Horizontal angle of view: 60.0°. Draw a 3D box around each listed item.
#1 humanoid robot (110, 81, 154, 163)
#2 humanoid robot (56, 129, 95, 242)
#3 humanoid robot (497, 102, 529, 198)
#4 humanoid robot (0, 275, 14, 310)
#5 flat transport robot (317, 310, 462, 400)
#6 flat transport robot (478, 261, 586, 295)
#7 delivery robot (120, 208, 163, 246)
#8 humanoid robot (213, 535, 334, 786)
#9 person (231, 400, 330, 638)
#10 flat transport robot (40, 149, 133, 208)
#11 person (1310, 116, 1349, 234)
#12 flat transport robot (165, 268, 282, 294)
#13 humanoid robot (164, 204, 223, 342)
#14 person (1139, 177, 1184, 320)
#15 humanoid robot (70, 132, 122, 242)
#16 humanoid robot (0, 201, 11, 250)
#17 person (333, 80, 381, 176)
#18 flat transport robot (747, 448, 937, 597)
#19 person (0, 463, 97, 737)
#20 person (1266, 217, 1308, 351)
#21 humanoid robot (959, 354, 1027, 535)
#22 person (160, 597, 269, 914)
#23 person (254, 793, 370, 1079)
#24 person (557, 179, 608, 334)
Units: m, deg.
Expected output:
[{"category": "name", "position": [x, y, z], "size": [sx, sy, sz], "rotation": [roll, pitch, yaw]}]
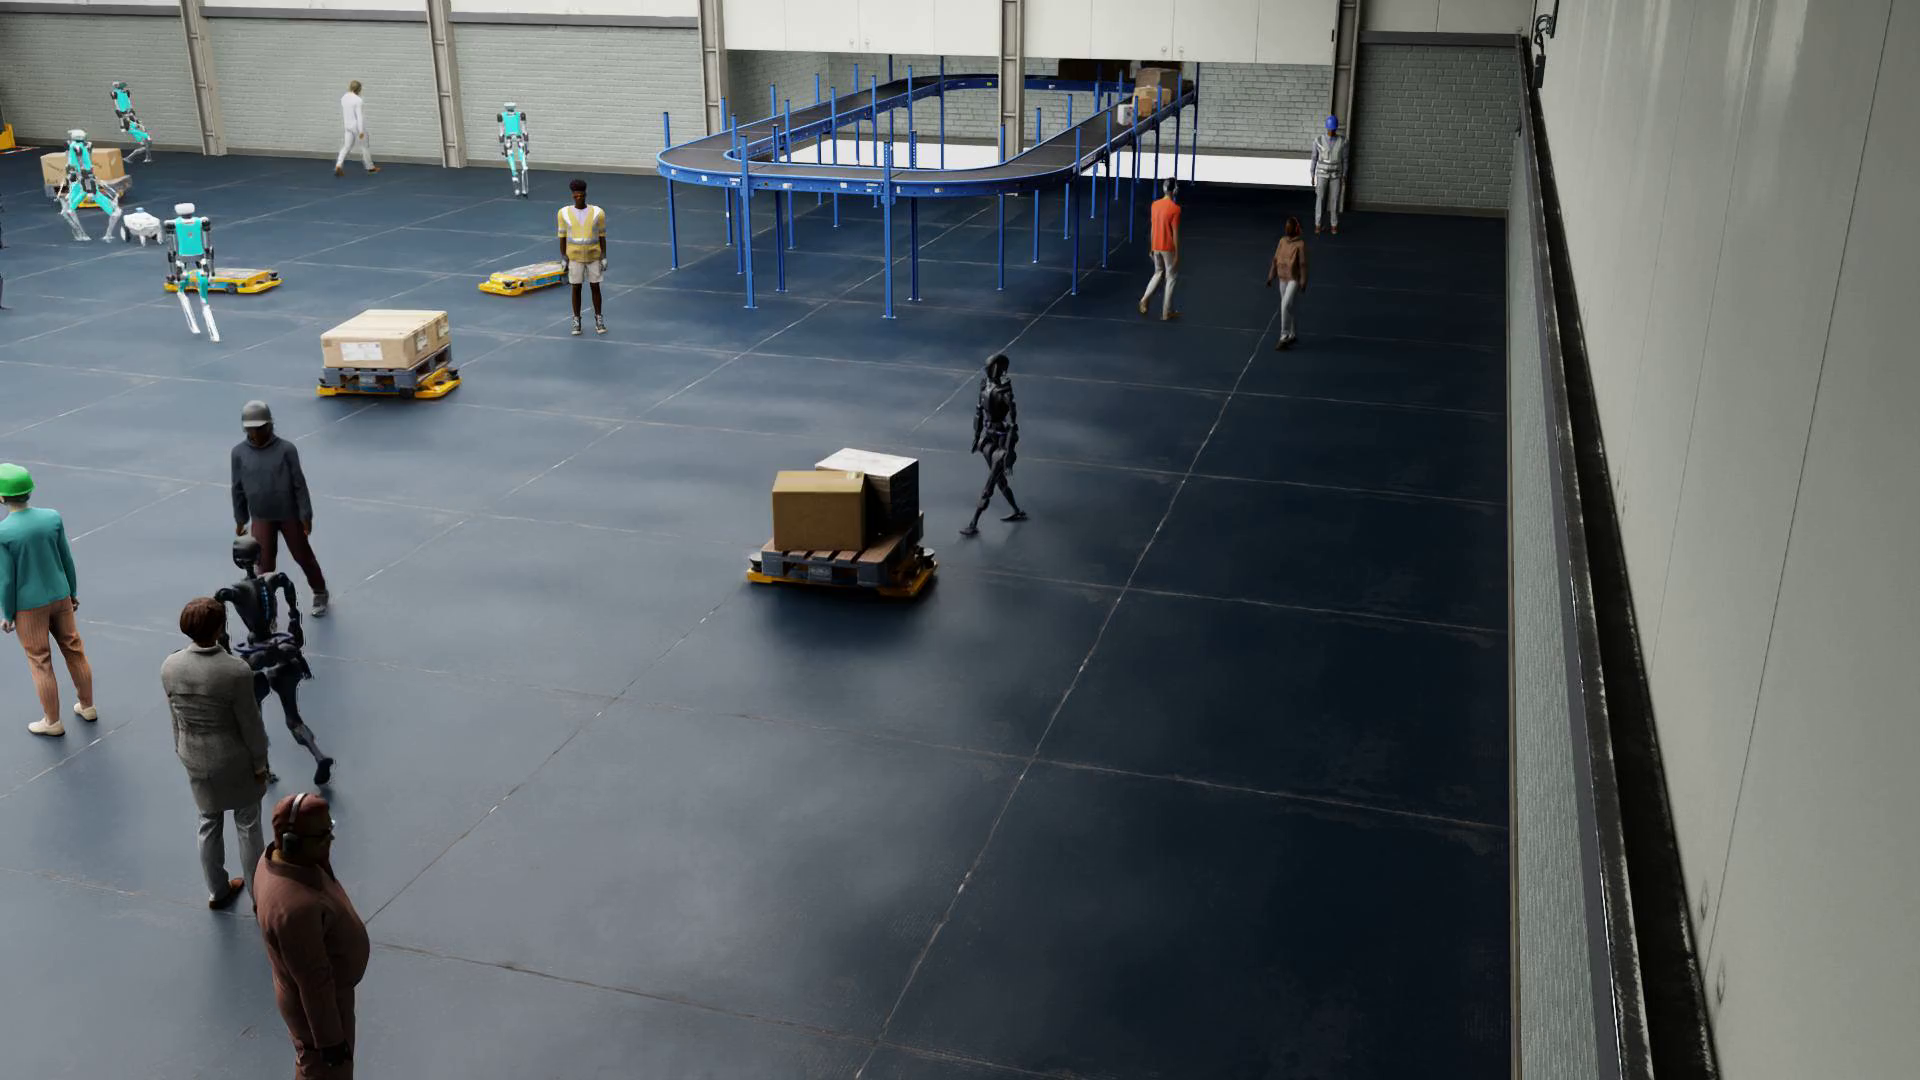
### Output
[{"category": "humanoid robot", "position": [-17.061, -8.590, 34.446], "size": [1.020, 1.741, 0.546], "rotation": [3, 21, 7]}, {"category": "humanoid robot", "position": [-14.425, -5.722, 27.000], "size": [0.530, 1.769, 0.821], "rotation": [7, 22, 17]}, {"category": "humanoid robot", "position": [-8.210, -7.163, 30.784], "size": [0.533, 1.772, 1.015], "rotation": [-7, 22, -18]}, {"category": "humanoid robot", "position": [-13.115, -3.859, 22.243], "size": [0.601, 1.646, 0.486], "rotation": [15, 26, 34]}, {"category": "flat transport robot", "position": [-6.454, -1.800, 18.847], "size": [1.431, 0.231, 0.659], "rotation": [2, 21, 5]}, {"category": "flat transport robot", "position": [-6.157, -3.770, 23.957], "size": [0.659, 0.231, 1.431], "rotation": [14, 25, 33]}, {"category": "delivery robot", "position": [-13.268, -5.078, 26.977], "size": [0.792, 0.614, 0.499], "rotation": [20, 28, 41]}, {"category": "humanoid robot", "position": [-4.252, 0.780, 10.229], "size": [0.638, 1.635, 0.607], "rotation": [15, 26, 34]}, {"category": "person", "position": [-5.176, -0.191, 12.537], "size": [0.576, 1.807, 0.595], "rotation": [-6, 22, -16]}, {"category": "flat transport robot", "position": [-15.931, -6.296, 30.507], "size": [0.659, 0.231, 1.431], "rotation": [-3, 21, -8]}, {"category": "person", "position": [6.108, -6.046, 27.558], "size": [0.614, 1.932, 0.415], "rotation": [1, 21, 2]}, {"category": "flat transport robot", "position": [-10.545, -3.712, 23.806], "size": [1.431, 0.231, 0.659], "rotation": [4, 21, 9]}, {"category": "humanoid robot", "position": [-9.641, -3.350, 20.839], "size": [0.542, 1.778, 0.852], "rotation": [-14, 25, -32]}, {"category": "person", "position": [2.666, -3.798, 21.772], "size": [0.590, 1.891, 0.490], "rotation": [-19, 28, -41]}, {"category": "humanoid robot", "position": [-13.877, -5.667, 26.920], "size": [0.681, 1.859, 0.533], "rotation": [-8, 23, -20]}, {"category": "humanoid robot", "position": [-15.404, -5.334, 26.119], "size": [0.601, 1.656, 0.707], "rotation": [3, 21, 7]}, {"category": "person", "position": [-12.159, -8.245, 33.320], "size": [0.657, 1.883, 0.994], "rotation": [13, 25, 31]}, {"category": "flat transport robot", "position": [-0.959, 0.206, 13.644], "size": [1.431, 0.231, 0.659], "rotation": [6, 22, 14]}, {"category": "person", "position": [-6.050, 0.389, 10.932], "size": [0.350, 1.879, 0.509], "rotation": [13, 24, 30]}, {"category": "person", "position": [4.003, -3.163, 20.491], "size": [0.675, 1.631, 0.483], "rotation": [-13, 24, -29]}, {"category": "humanoid robot", "position": [0.291, -0.857, 14.531], "size": [0.800, 1.613, 0.624], "rotation": [-14, 25, -33]}, {"category": "person", "position": [-3.976, 1.173, 8.988], "size": [0.499, 1.825, 0.370], "rotation": [1, 21, 3]}, {"category": "person", "position": [-2.655, 1.909, 6.958], "size": [0.405, 1.901, 0.650], "rotation": [-11, 24, -26]}, {"category": "person", "position": [-4.787, -3.607, 21.179], "size": [0.605, 1.965, 0.368], "rotation": [-6, 22, -15]}]
